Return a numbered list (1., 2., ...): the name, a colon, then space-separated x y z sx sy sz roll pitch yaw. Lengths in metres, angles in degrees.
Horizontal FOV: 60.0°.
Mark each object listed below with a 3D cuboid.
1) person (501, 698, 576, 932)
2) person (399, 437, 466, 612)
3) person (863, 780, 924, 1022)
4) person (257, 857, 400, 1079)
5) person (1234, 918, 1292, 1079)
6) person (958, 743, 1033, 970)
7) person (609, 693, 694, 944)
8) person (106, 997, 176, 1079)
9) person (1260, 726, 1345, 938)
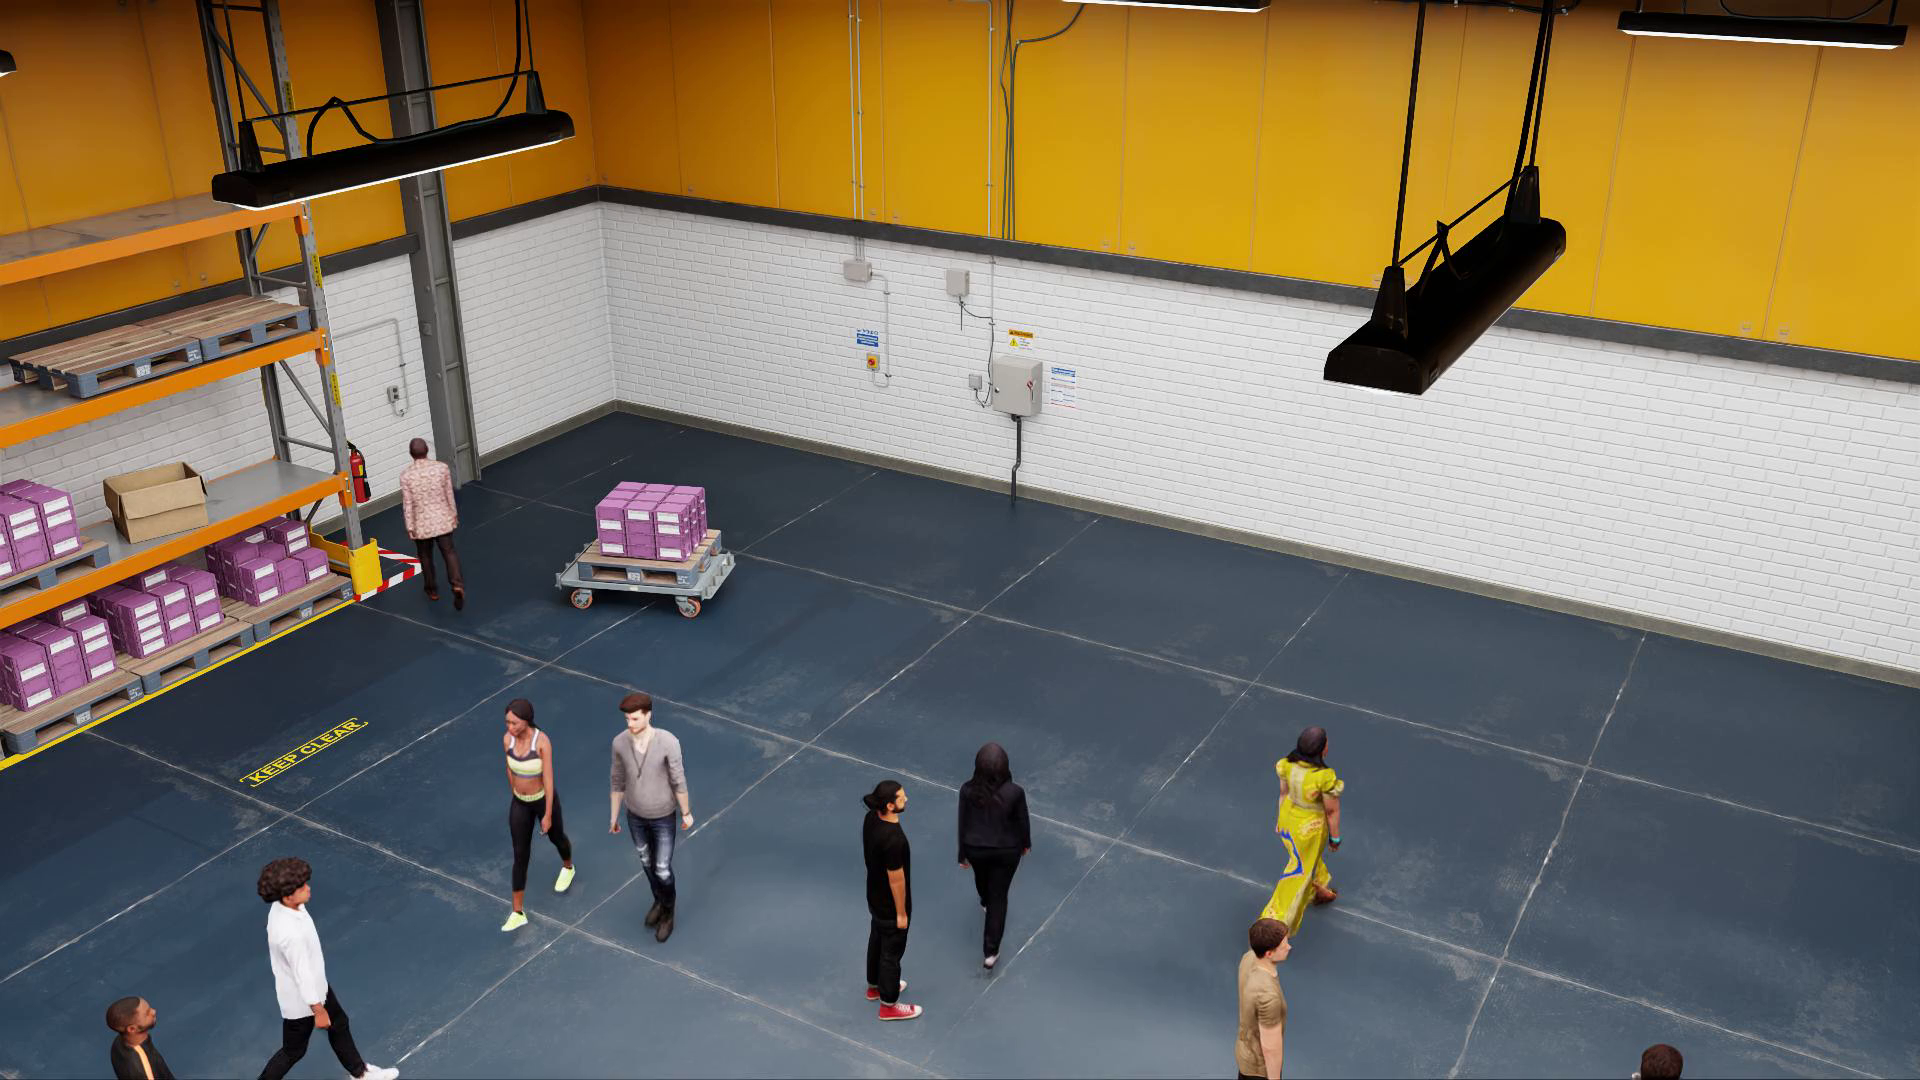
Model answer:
1. person: -3.024 1.898 12.075 0.814 1.702 1.189 5 24 11
2. person: -5.253 -0.143 16.639 1.113 1.785 1.083 -13 27 -26
3. person: -0.478 2.351 10.970 0.738 1.757 0.710 -10 25 -21
4. person: -4.062 2.744 10.053 1.219 1.770 1.097 -9 25 -19
5. person: 1.703 2.943 9.497 0.810 1.852 0.704 -1 24 -3
6. person: 0.219 2.207 11.534 0.966 1.568 1.225 2 24 5
7. person: -2.161 1.898 11.851 0.809 1.882 0.803 5 24 12
8. person: -4.311 3.203 8.957 0.619 1.808 0.671 -22 32 -40
9. person: 2.380 2.102 11.720 1.333 1.612 1.047 -17 29 -34
